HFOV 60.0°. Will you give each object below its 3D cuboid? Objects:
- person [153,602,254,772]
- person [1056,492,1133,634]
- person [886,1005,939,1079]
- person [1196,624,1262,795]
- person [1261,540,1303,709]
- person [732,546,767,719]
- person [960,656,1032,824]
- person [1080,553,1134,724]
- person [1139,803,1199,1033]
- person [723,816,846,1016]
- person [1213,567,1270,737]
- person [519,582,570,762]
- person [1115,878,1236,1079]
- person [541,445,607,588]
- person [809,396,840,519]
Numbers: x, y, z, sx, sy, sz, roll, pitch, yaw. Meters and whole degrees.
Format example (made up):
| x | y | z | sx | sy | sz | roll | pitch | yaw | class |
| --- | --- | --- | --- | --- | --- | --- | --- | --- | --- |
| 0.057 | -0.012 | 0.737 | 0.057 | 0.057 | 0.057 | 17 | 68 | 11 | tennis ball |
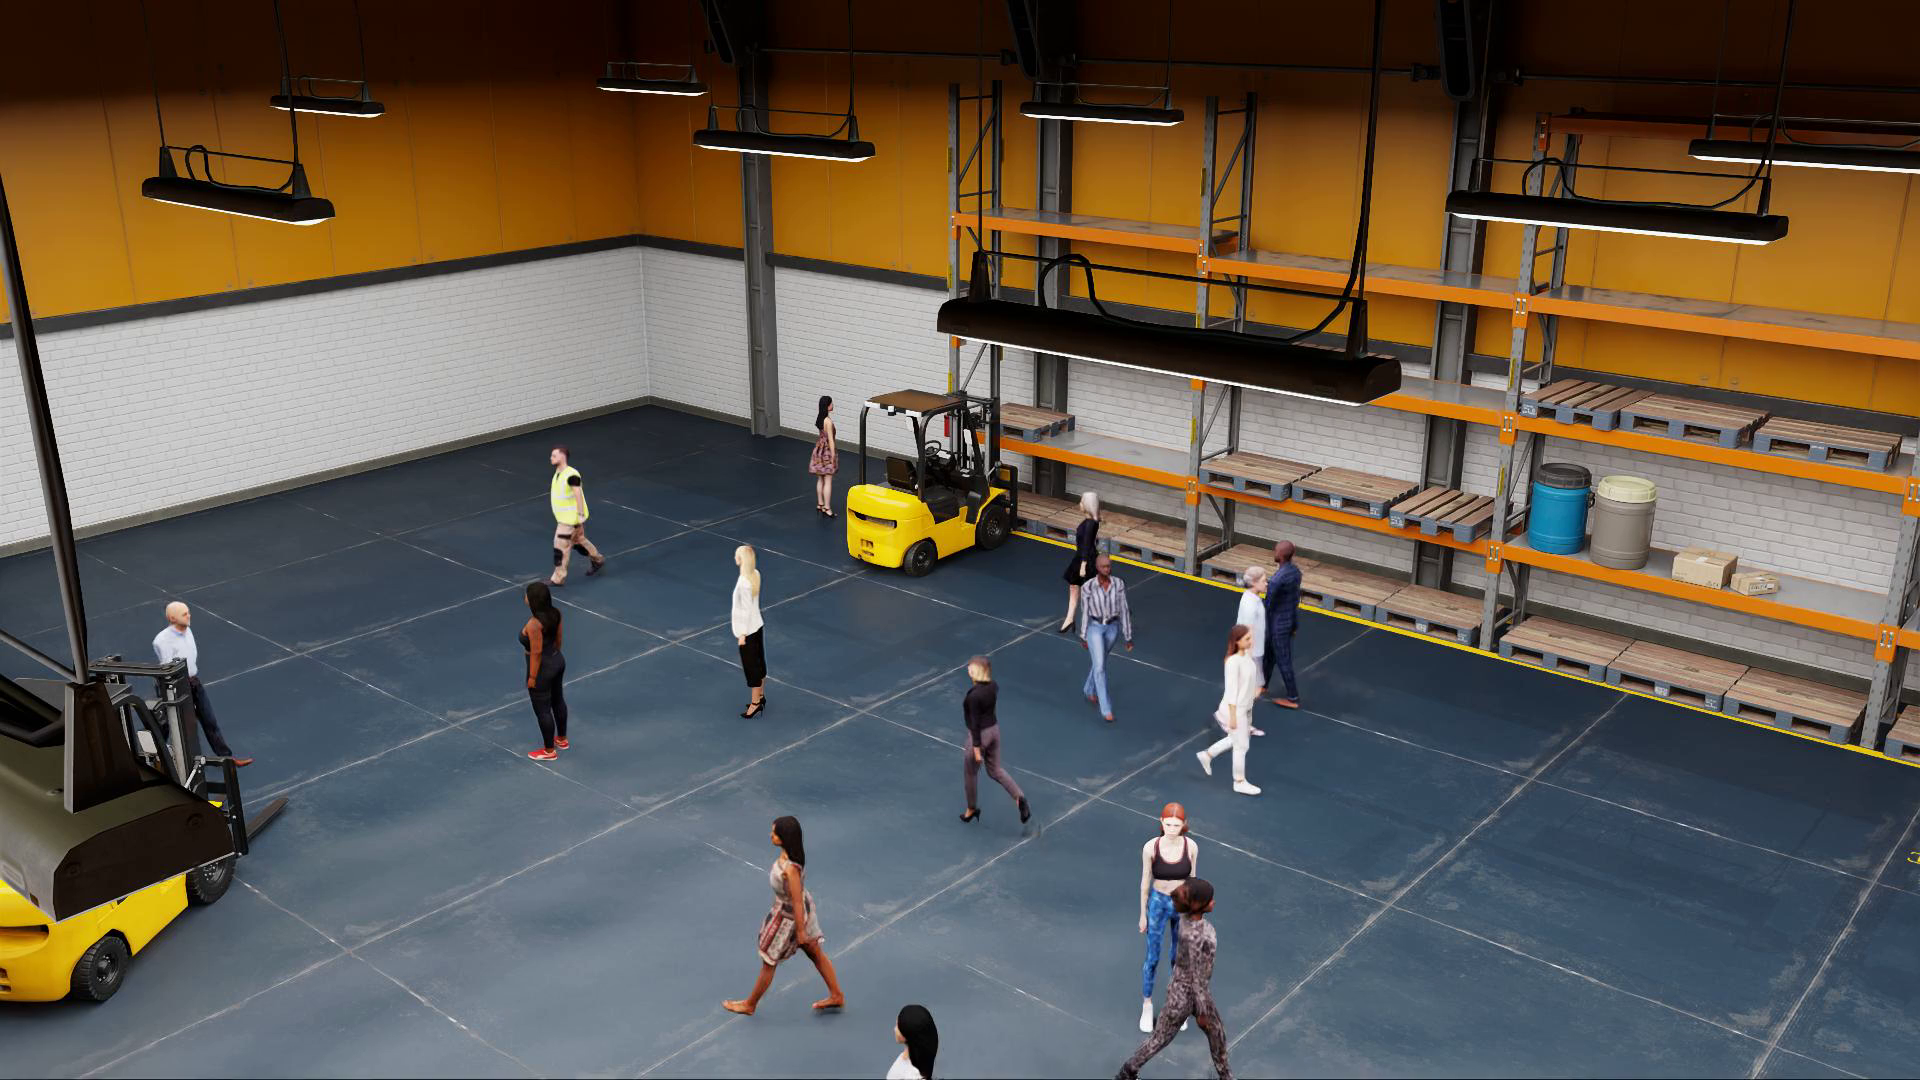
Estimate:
| x | y | z | sx | sy | sz | roll | pitch | yaw | class |
| --- | --- | --- | --- | --- | --- | --- | --- | --- | --- |
| -7.481 | 1.452 | 15.829 | 1.339 | 1.733 | 1.052 | 5 | 19 | 13 | person |
| 1.563 | 0.302 | 19.276 | 1.162 | 1.713 | 1.032 | 0 | 19 | 1 | person |
| -0.211 | 3.499 | 9.828 | 1.030 | 1.683 | 0.934 | 1 | 19 | 2 | person |
| 2.540 | 1.562 | 15.593 | 0.964 | 1.675 | 0.780 | 7 | 20 | 21 | person |
| 3.448 | 0.901 | 17.375 | 0.977 | 1.790 | 0.739 | 11 | 21 | 29 | person |
| -2.179 | 0.942 | 17.148 | 0.706 | 1.858 | 0.700 | 2 | 19 | 7 | person |
| 0.290 | 1.833 | 14.829 | 0.959 | 1.650 | 0.635 | 12 | 22 | 32 | person |
| 1.441 | 0.966 | 17.249 | 1.033 | 1.748 | 1.244 | -7 | 20 | -19 | person |
| 1.505 | 2.711 | 12.009 | 0.687 | 1.786 | 0.746 | -2 | 19 | -6 | person |
| -1.128 | 2.770 | 12.135 | 1.170 | 1.593 | 1.119 | -2 | 19 | -6 | person |
| 2.812 | 1.132 | 16.648 | 0.868 | 1.818 | 0.803 | 6 | 20 | 18 | person |
| -4.057 | 1.260 | 16.268 | 0.750 | 1.816 | 0.756 | 6 | 19 | 16 | person |
| 1.435 | 3.062 | 11.166 | 1.263 | 1.658 | 1.030 | 3 | 19 | 10 | person |
| -4.861 | -0.320 | 20.970 | 0.974 | 1.810 | 1.170 | -11 | 22 | -30 | person |
| -1.898 | -1.185 | 23.597 | 0.816 | 1.773 | 0.715 | -11 | 21 | -29 | person |
